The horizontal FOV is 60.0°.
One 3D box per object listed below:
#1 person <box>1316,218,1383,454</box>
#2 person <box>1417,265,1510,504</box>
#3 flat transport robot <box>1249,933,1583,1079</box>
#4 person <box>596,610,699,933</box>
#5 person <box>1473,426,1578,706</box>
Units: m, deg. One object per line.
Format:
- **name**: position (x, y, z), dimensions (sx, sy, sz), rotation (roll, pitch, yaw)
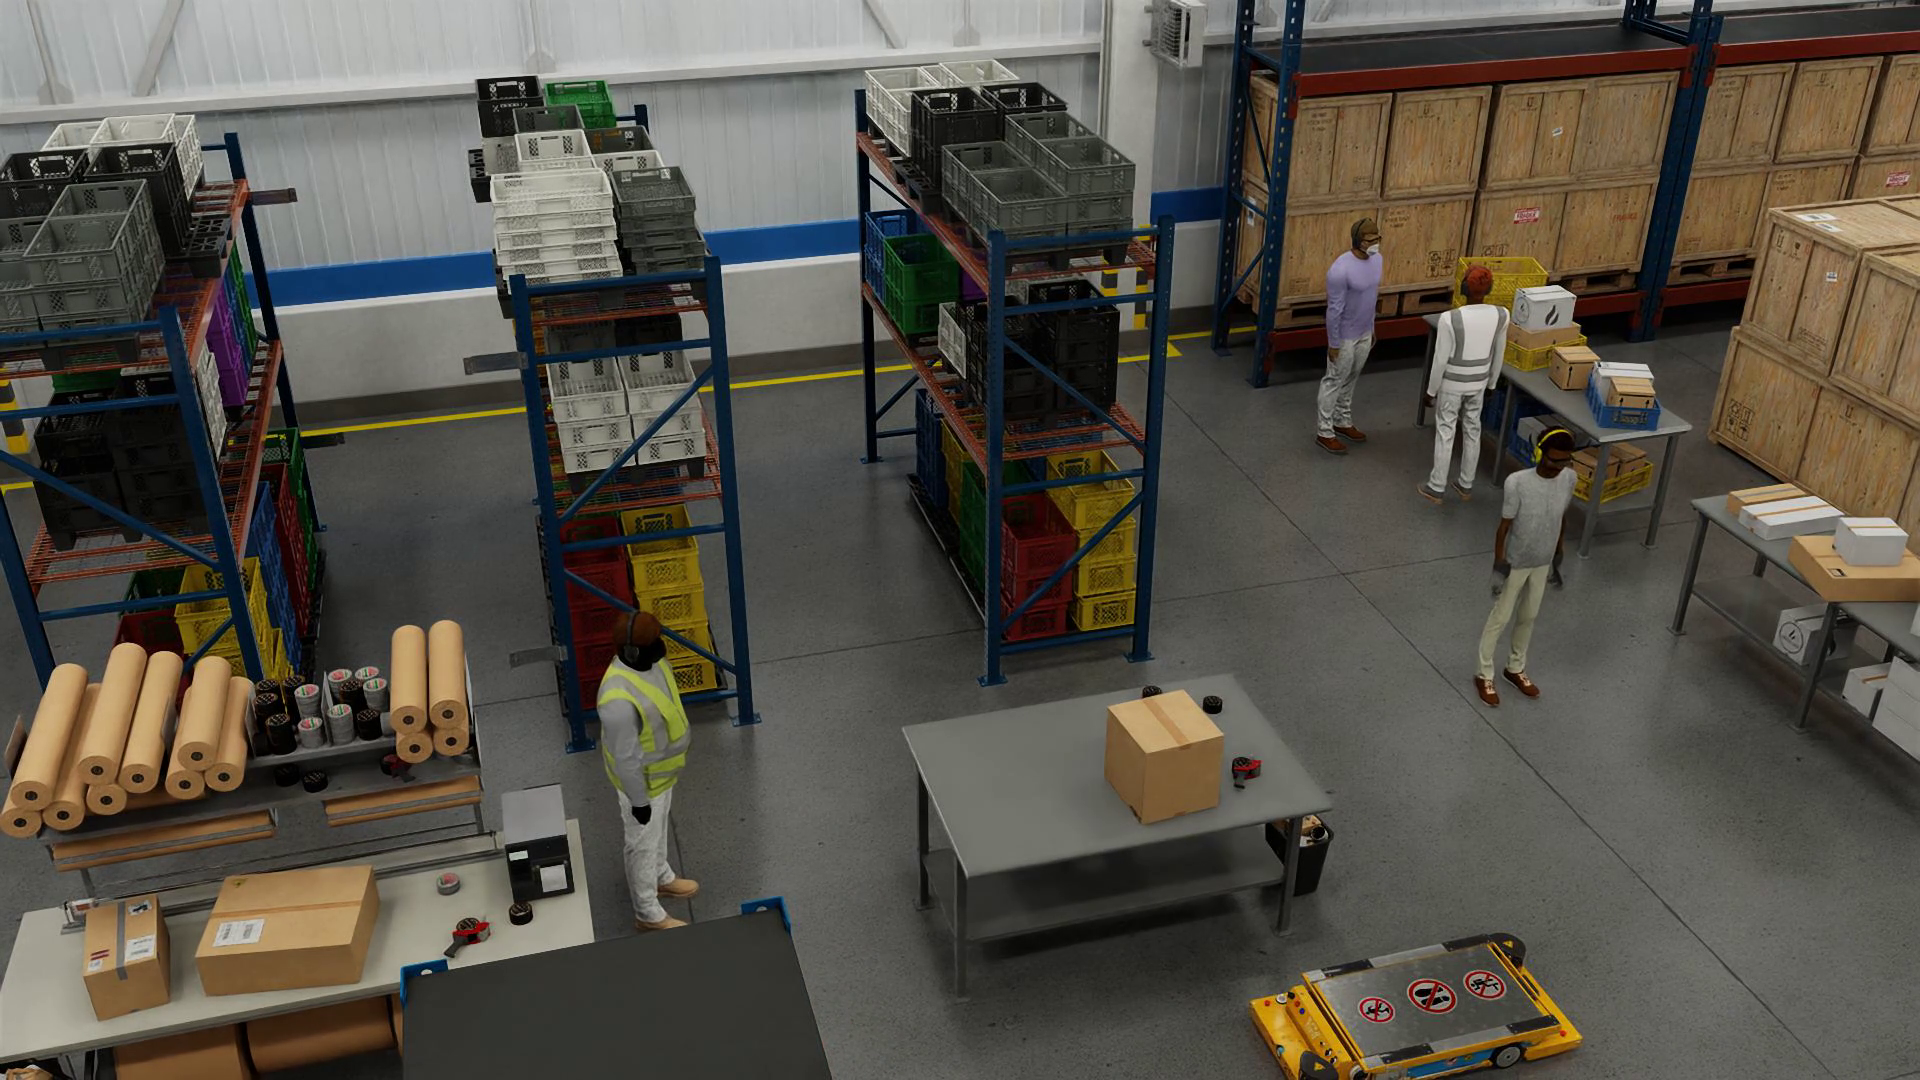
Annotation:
- **person**: position (3.162, -1.660, 13.436), dimensions (0.372, 1.940, 0.630), rotation (26, 38, 38)
- **person**: position (3.804, -1.173, 12.603), dimensions (0.586, 1.883, 0.341), rotation (-7, 30, -12)
- **flat transport robot**: position (2.184, 2.282, 7.980), dimensions (1.431, 0.197, 0.652), rotation (-8, 30, -14)
- **person**: position (-1.562, 1.160, 8.403), dimensions (0.430, 1.845, 0.620), rotation (2, 29, 4)
- **person**: position (3.507, 0.155, 10.213), dimensions (0.562, 1.860, 0.341), rotation (-9, 30, -16)
